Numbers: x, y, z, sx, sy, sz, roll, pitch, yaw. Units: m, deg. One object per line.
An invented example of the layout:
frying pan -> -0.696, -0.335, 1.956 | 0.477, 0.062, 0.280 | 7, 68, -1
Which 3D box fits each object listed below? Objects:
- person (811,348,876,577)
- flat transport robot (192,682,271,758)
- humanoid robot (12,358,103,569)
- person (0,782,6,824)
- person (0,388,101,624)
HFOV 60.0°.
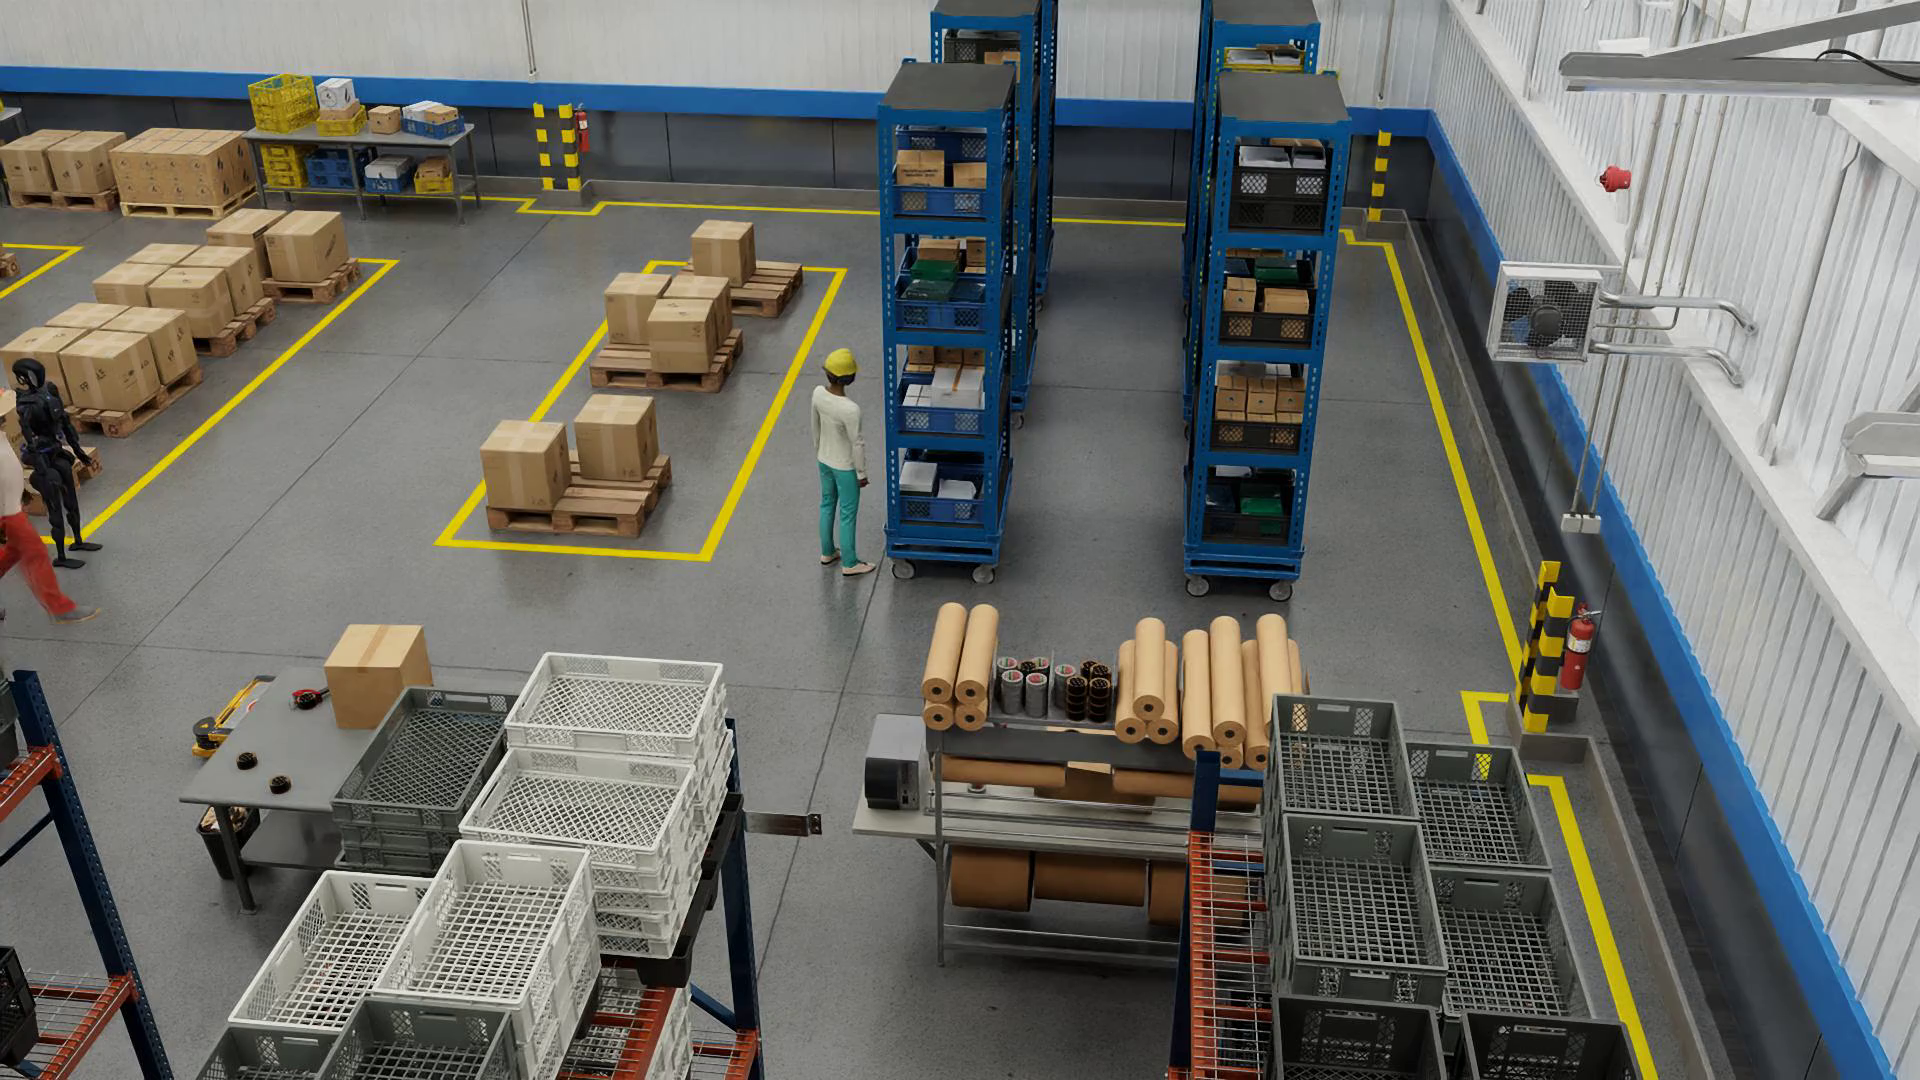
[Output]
person -> -0.856, -0.576, 12.173 | 0.324, 1.766, 0.532 | -25, 38, -36
flat transport robot -> -4.089, 1.163, 10.648 | 1.431, 0.197, 0.652 | 3, 30, 6
humanoid robot -> -6.684, -0.582, 12.272 | 0.357, 1.650, 0.562 | 0, 30, 0
person -> -5.835, 0.876, 9.409 | 0.690, 2.000, 0.711 | -10, 32, -17
person -> -6.631, -0.259, 11.437 | 0.807, 1.970, 0.622 | -12, 32, -19
